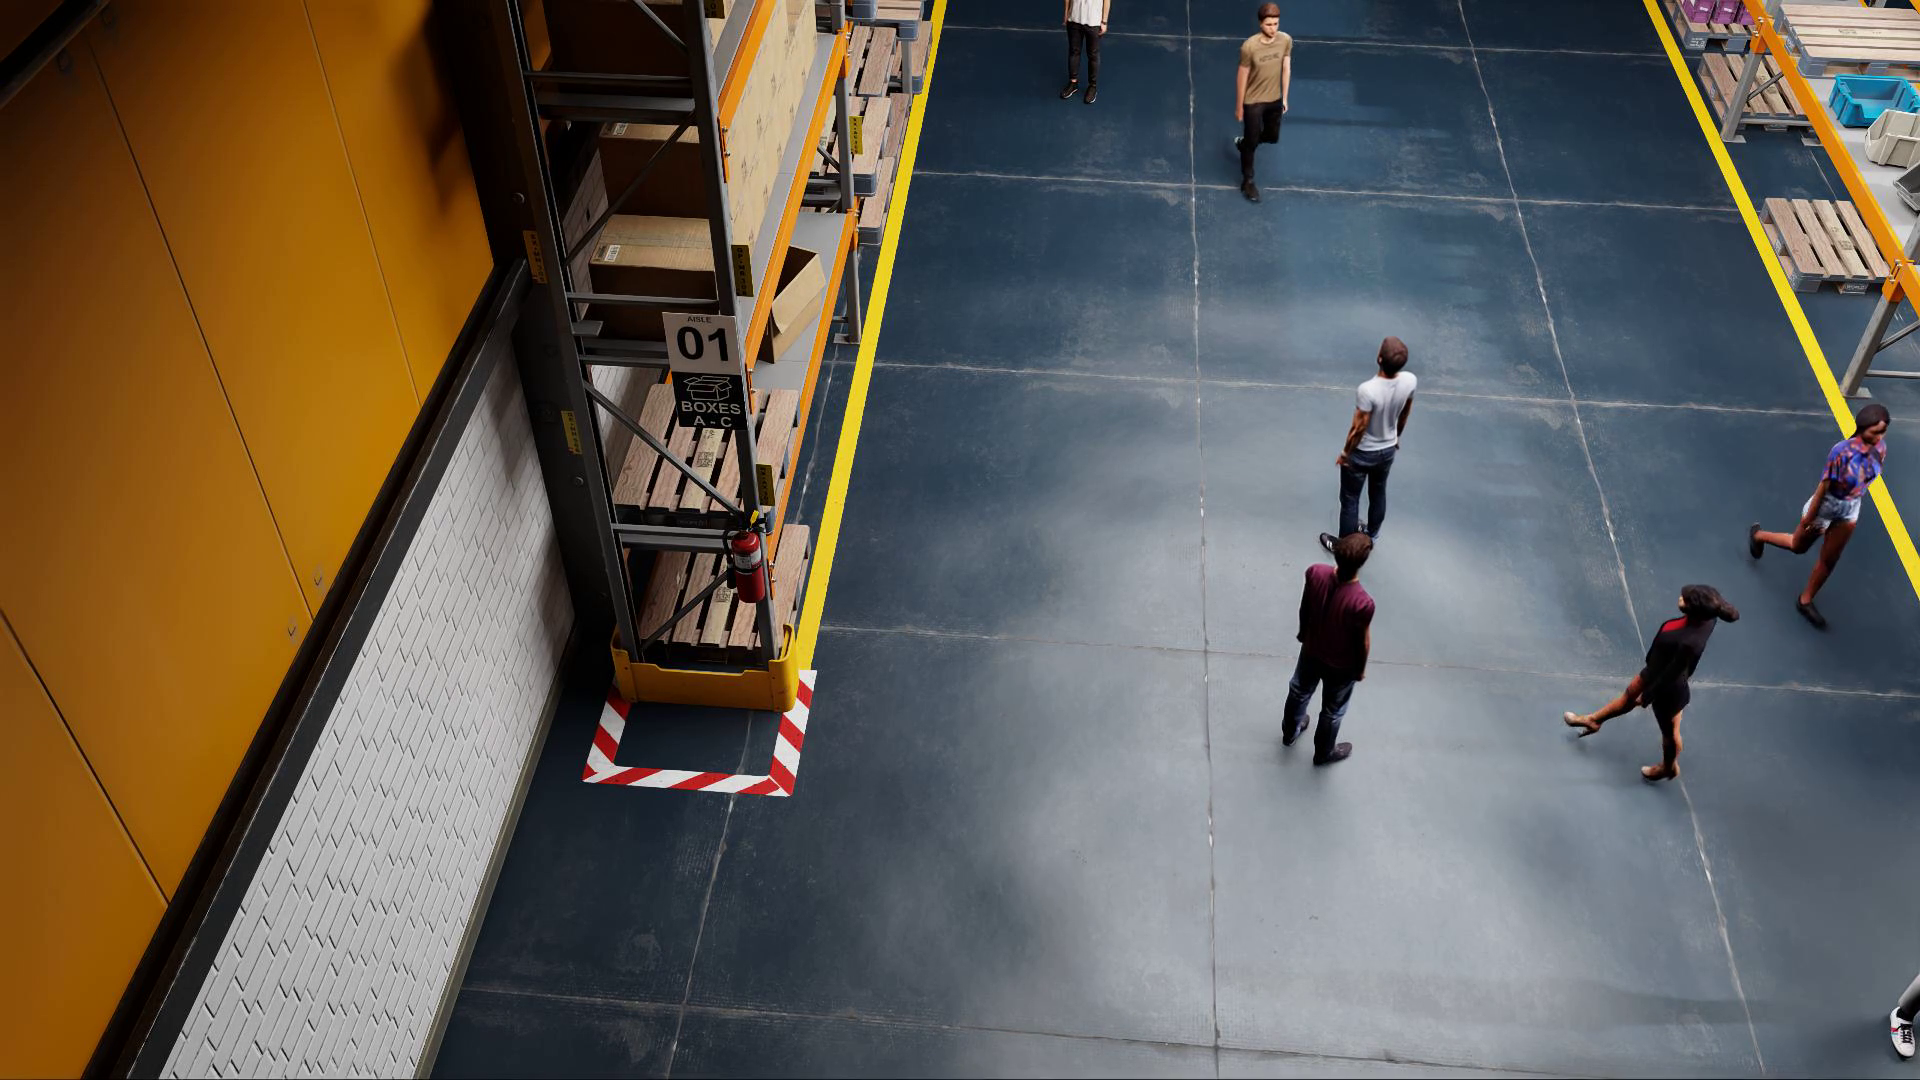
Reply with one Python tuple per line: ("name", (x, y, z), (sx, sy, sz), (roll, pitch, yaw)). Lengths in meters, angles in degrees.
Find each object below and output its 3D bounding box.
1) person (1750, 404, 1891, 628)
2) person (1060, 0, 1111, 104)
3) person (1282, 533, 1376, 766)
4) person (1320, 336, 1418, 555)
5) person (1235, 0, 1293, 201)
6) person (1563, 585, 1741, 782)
("person", (5.823, -0.258, 11.226), (0.832, 1.724, 1.113), (-12, 45, -12))
("person", (1.249, -5.175, 16.388), (0.689, 1.723, 0.653), (18, 46, 18))
("person", (2.267, 0.661, 10.167), (0.783, 1.854, 0.734), (-32, 52, -29))
("person", (2.859, -0.634, 11.517), (0.717, 1.866, 0.711), (-16, 46, -17))
("person", (2.701, -4.034, 15.106), (0.886, 1.839, 1.024), (-13, 45, -13))
("person", (4.364, 0.919, 10.074), (0.927, 1.608, 1.017), (22, 48, 22))
